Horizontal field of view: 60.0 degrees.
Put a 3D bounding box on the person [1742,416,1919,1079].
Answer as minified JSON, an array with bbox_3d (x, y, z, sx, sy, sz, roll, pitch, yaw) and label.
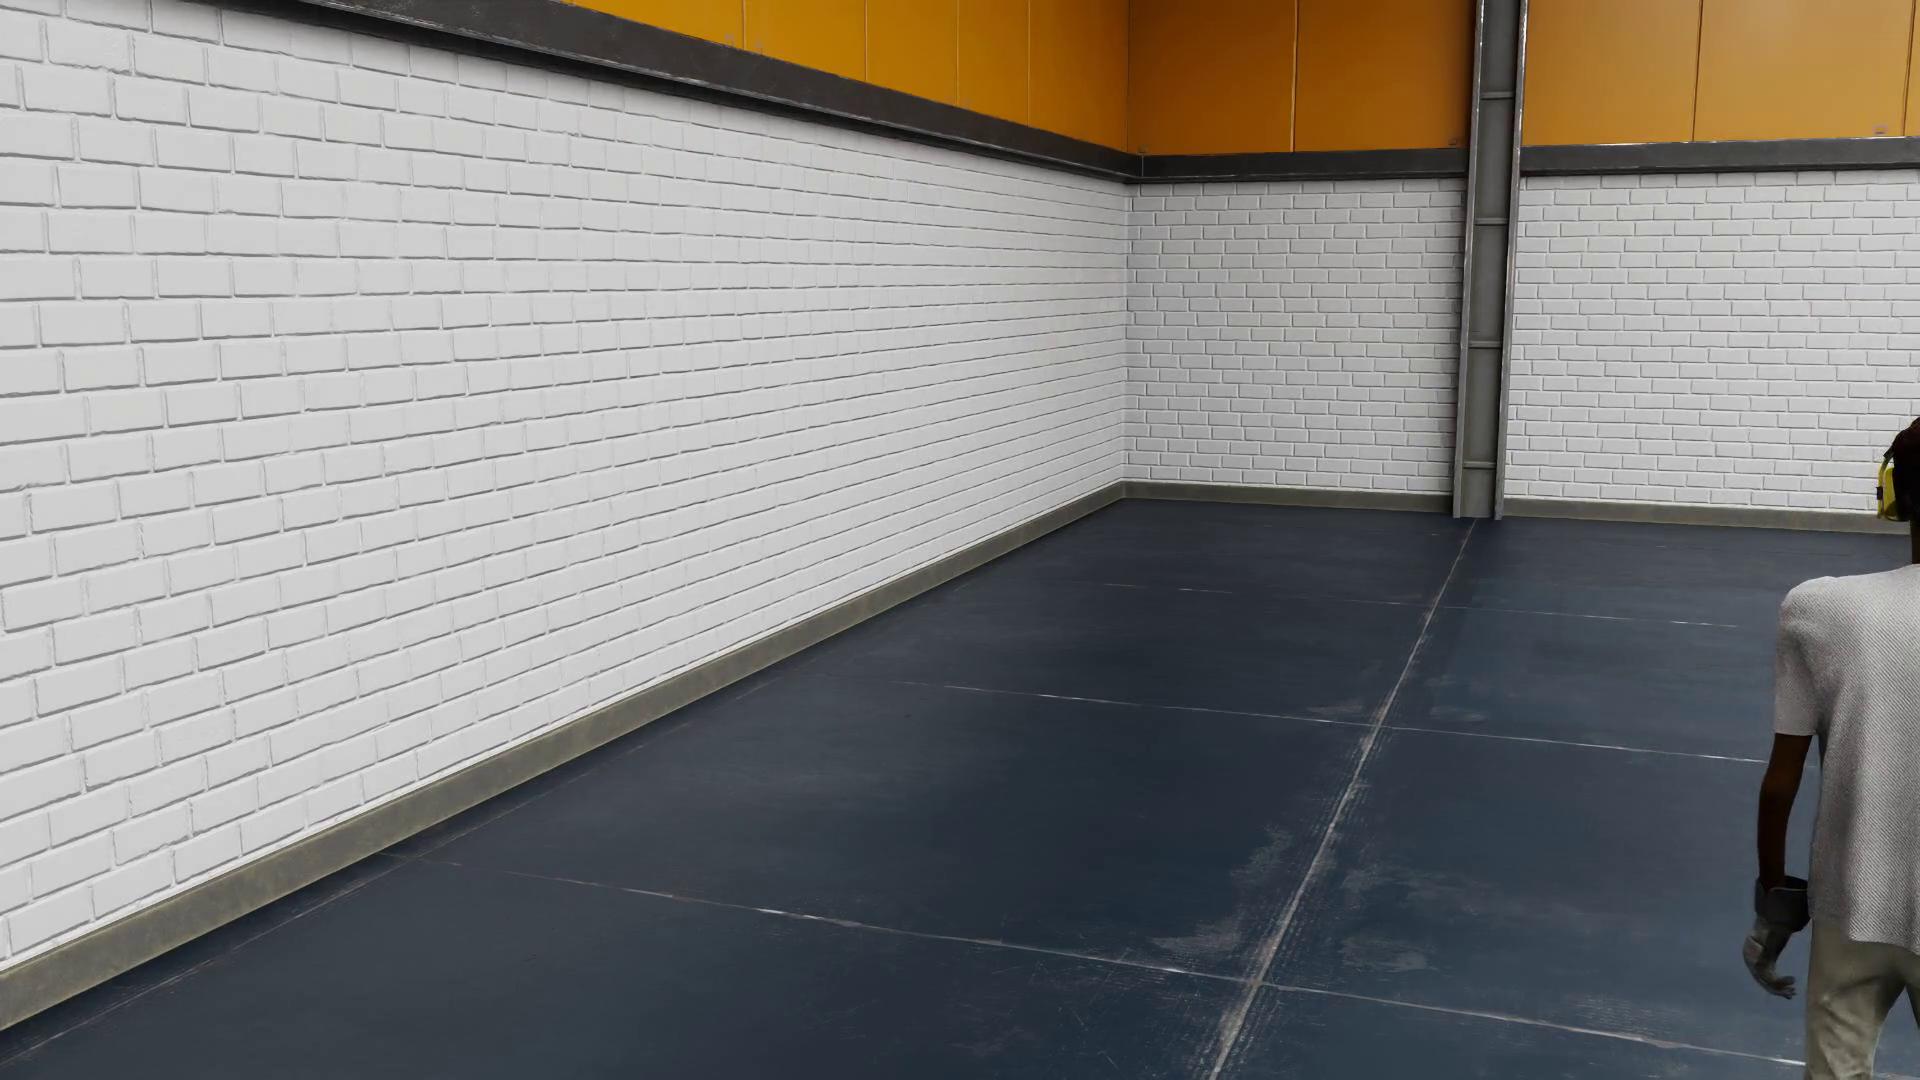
[{"bbox_3d":[1.643,0.688,2.878,0.534,1.868,0.309,8,12,42],"label":"person"}]
